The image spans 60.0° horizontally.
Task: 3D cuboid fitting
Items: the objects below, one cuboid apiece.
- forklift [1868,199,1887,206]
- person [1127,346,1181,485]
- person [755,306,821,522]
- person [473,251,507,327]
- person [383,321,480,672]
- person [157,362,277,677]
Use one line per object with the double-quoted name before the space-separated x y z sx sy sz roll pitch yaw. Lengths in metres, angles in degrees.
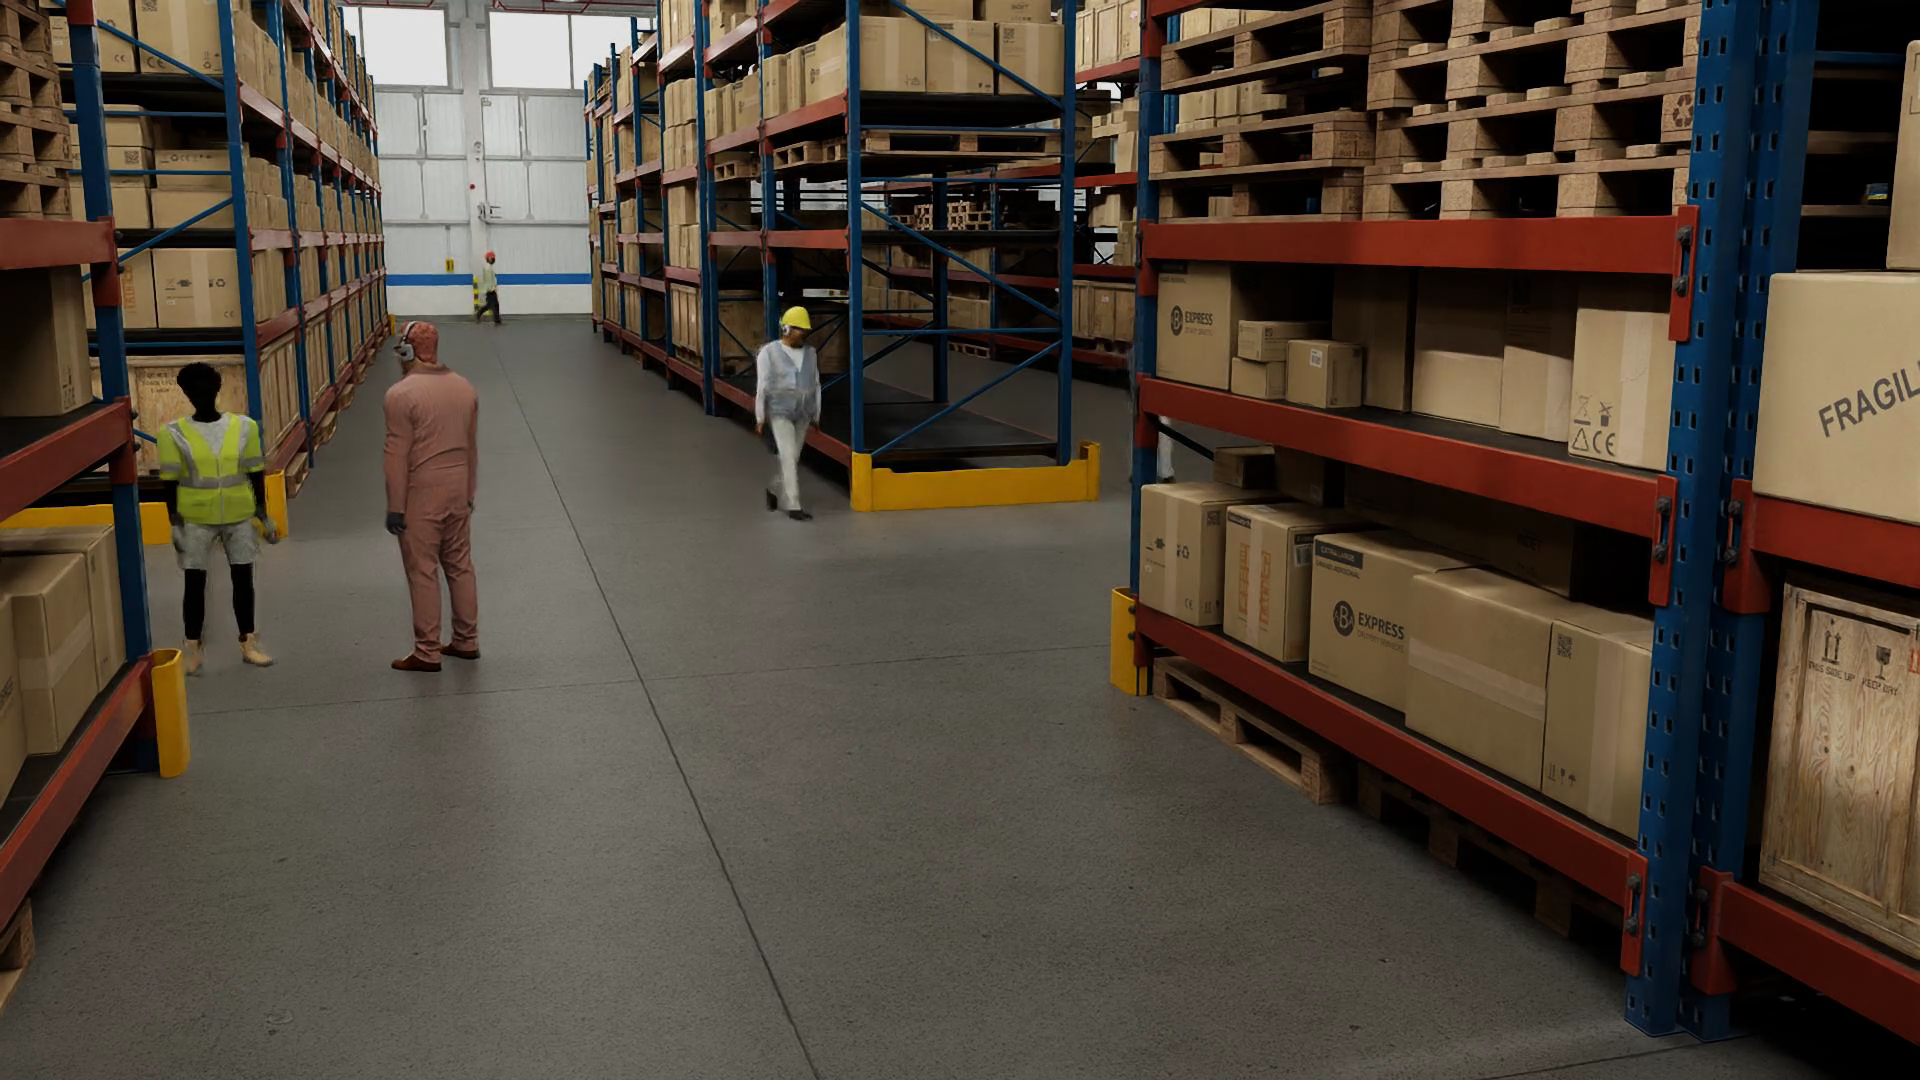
"forklift" 11.338 -2.915 21.052 1.129 2.768 1.873 -3 11 -17
"person" 1.820 -1.266 15.485 0.511 1.608 0.730 -5 12 -27
"person" -1.471 -1.077 14.009 0.612 1.792 0.863 -8 13 -38
"person" -12.308 -6.546 43.429 0.766 1.975 0.637 -4 11 -20
"person" -2.904 -0.237 9.073 0.399 1.899 0.651 5 11 24
"person" -4.012 -0.112 8.971 0.587 1.684 0.318 -7 12 -34
